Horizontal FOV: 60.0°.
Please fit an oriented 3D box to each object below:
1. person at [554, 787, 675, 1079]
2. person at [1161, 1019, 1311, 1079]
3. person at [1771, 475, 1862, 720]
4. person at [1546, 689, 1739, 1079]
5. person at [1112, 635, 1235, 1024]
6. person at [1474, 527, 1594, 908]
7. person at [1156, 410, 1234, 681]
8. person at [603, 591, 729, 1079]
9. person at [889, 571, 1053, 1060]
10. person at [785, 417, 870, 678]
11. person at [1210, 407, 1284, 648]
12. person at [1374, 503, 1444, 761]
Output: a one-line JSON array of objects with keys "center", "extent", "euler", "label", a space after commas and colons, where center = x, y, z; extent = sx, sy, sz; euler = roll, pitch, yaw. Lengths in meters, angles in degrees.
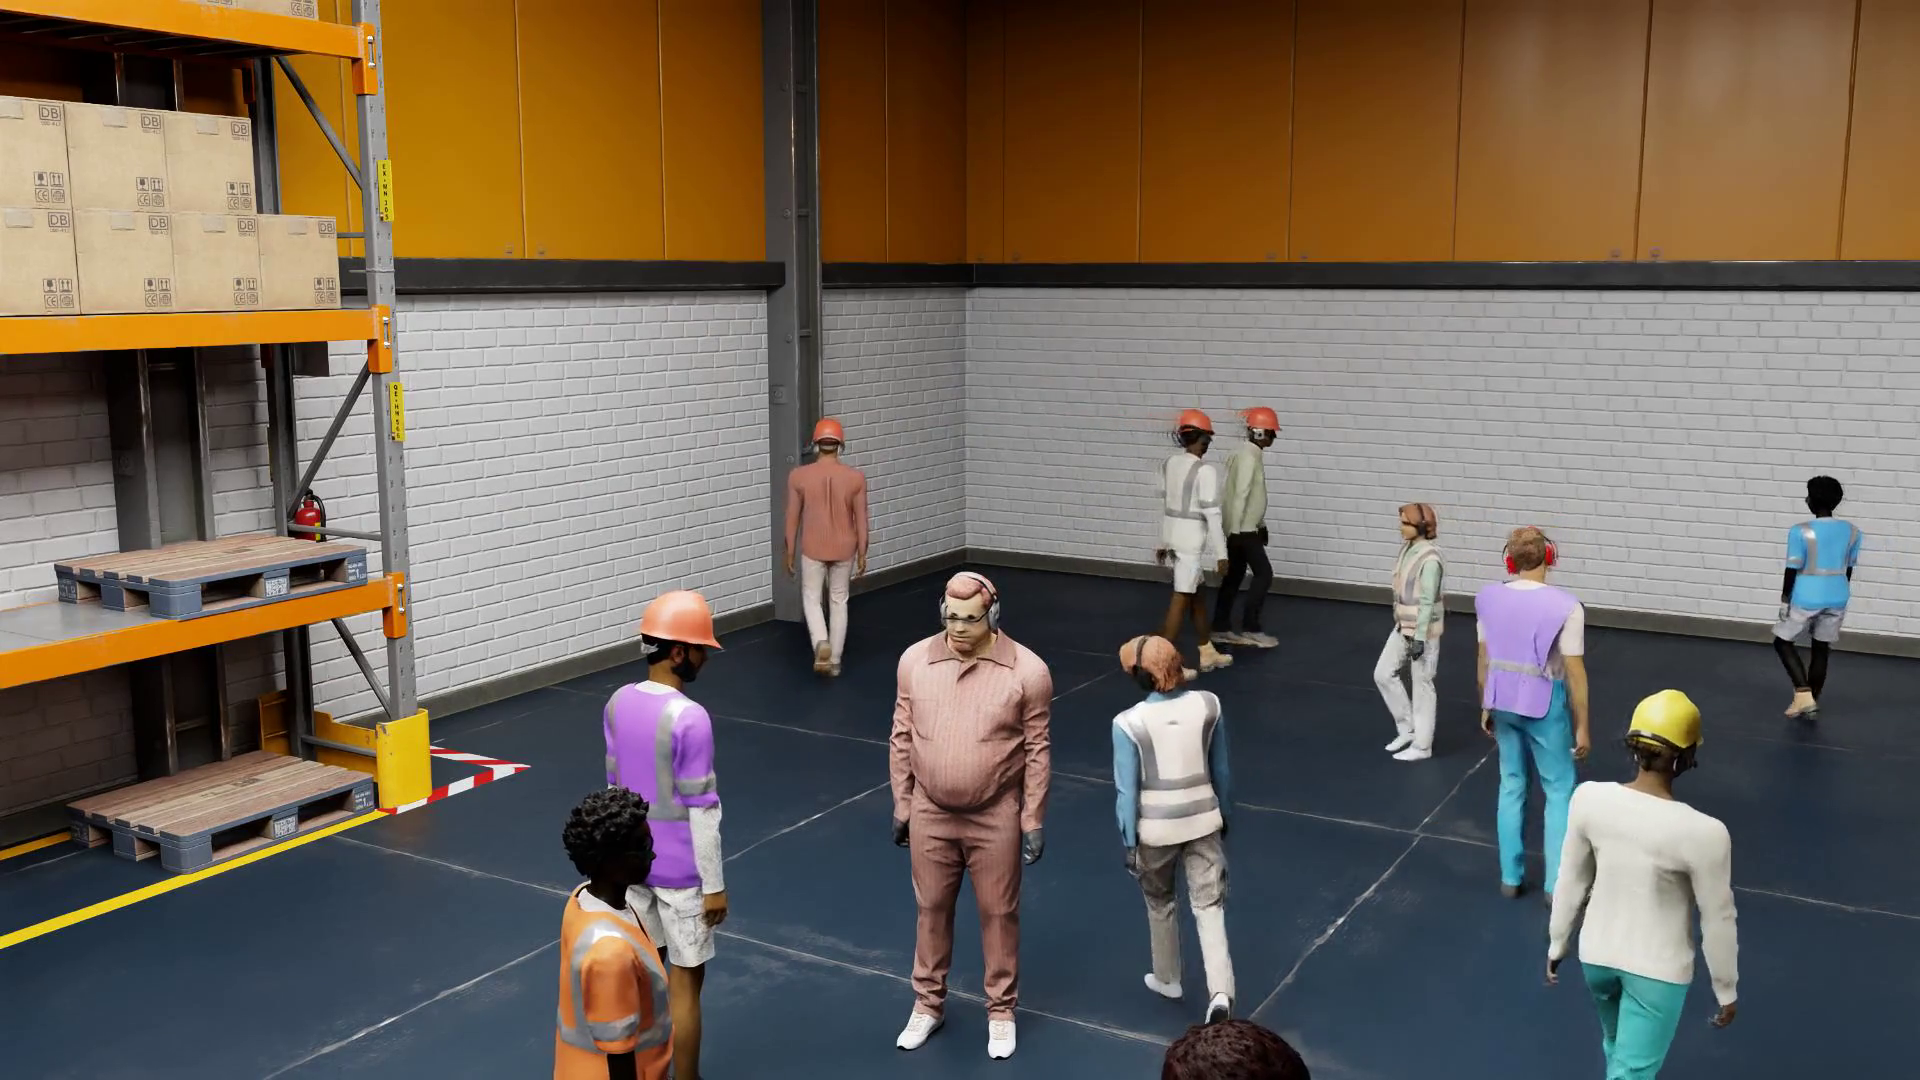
[{"center": [-0.914, 1.483, 4.434], "extent": [0.316, 1.696, 0.541], "euler": [-3, 10, -20], "label": "person"}, {"center": [0.361, 1.665, 2.615], "extent": [0.376, 1.916, 0.600], "euler": [-1, 9, -6], "label": "person"}, {"center": [5.750, 0.403, 11.190], "extent": [0.559, 1.695, 0.412], "euler": [-1, 9, -8], "label": "person"}, {"center": [2.223, 1.320, 5.290], "extent": [0.798, 1.733, 0.556], "euler": [-6, 11, -35], "label": "person"}, {"center": [0.878, 1.177, 6.641], "extent": [0.553, 1.593, 0.753], "euler": [-2, 9, -12], "label": "person"}, {"center": [2.750, 0.848, 8.052], "extent": [0.383, 1.809, 0.647], "euler": [-8, 12, -39], "label": "person"}, {"center": [1.811, 0.038, 12.469], "extent": [0.871, 2.003, 0.707], "euler": [-4, 10, -21], "label": "person"}, {"center": [-1.008, 1.136, 5.890], "extent": [0.544, 1.927, 0.384], "euler": [9, 13, 44], "label": "person"}, {"center": [0.025, 1.060, 6.445], "extent": [0.638, 1.902, 0.407], "euler": [2, 9, 14], "label": "person"}, {"center": [-0.974, 0.075, 12.360], "extent": [0.629, 1.972, 0.679], "euler": [-1, 9, -8], "label": "person"}, {"center": [2.364, -0.093, 13.444], "extent": [0.709, 1.960, 0.694], "euler": [2, 9, 12], "label": "person"}, {"center": [2.790, 0.576, 10.294], "extent": [0.395, 1.621, 0.546], "euler": [-1, 9, -6], "label": "person"}]
